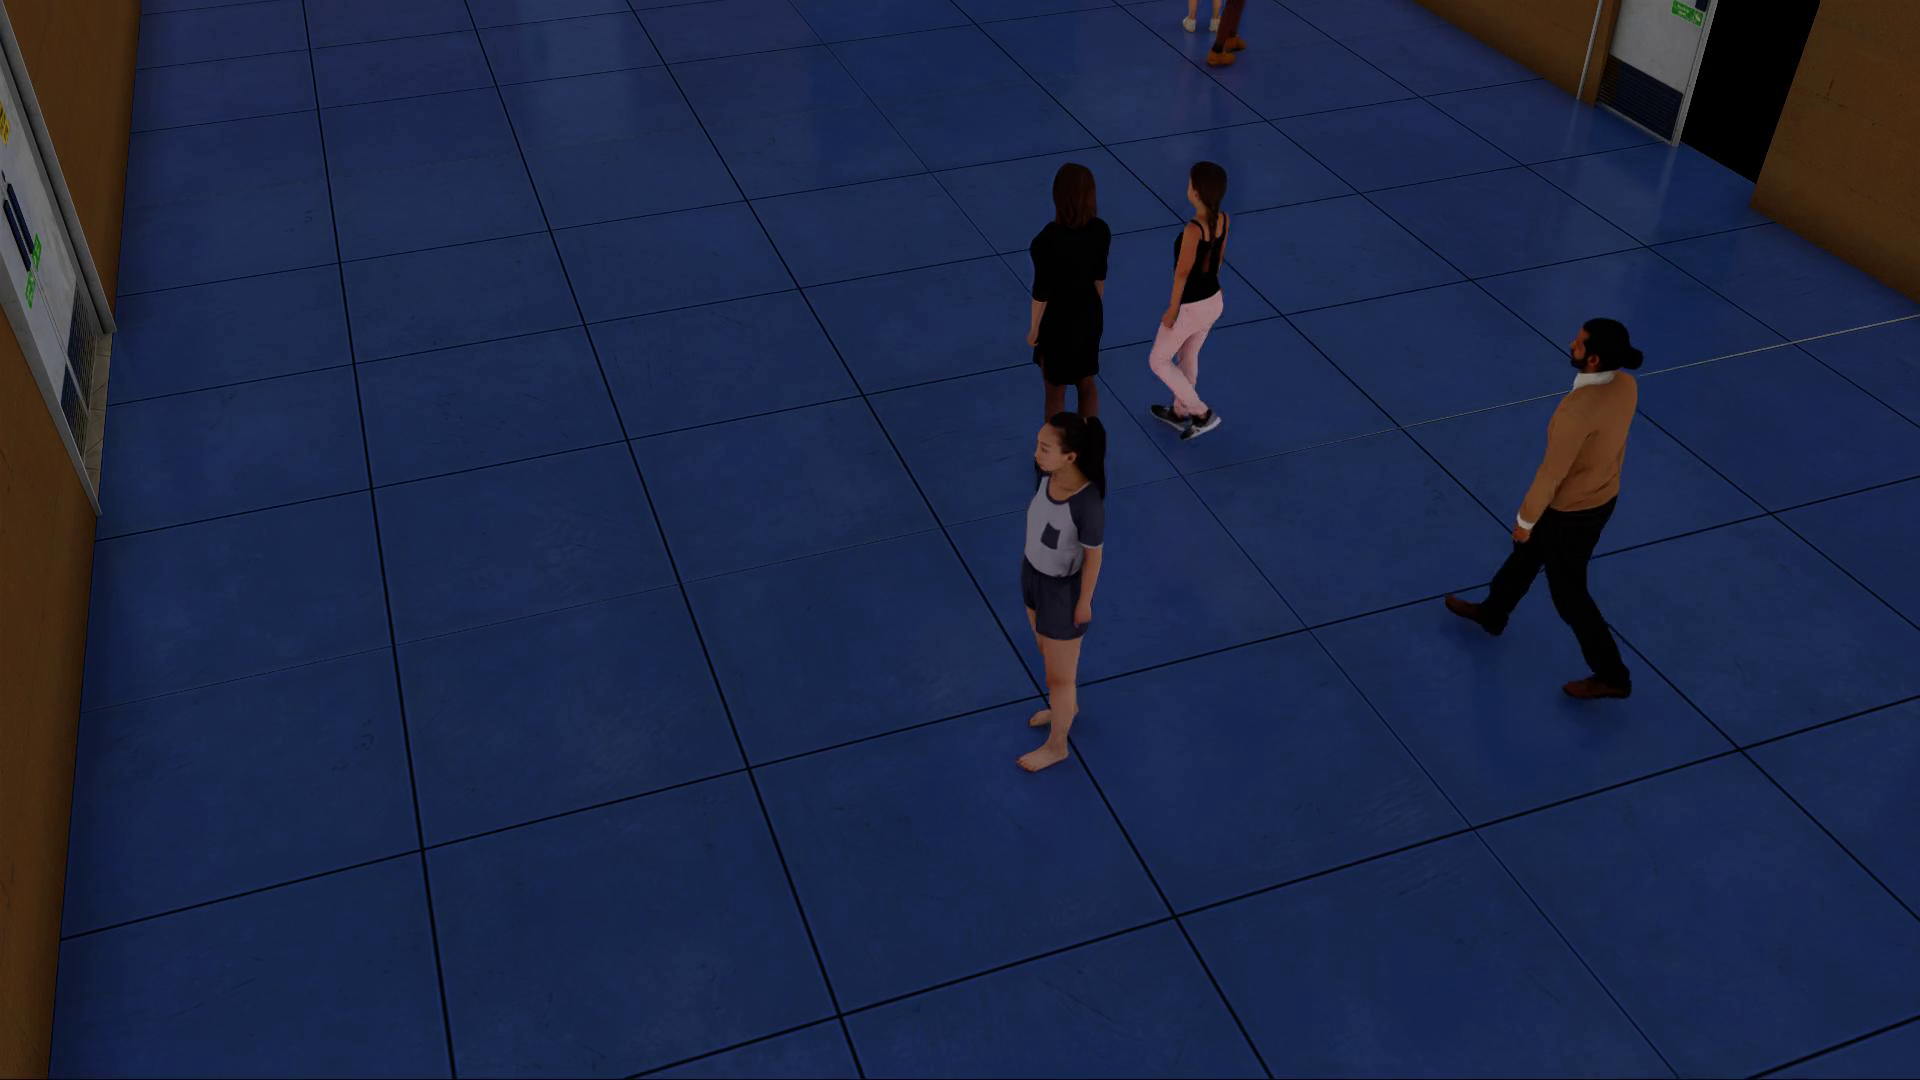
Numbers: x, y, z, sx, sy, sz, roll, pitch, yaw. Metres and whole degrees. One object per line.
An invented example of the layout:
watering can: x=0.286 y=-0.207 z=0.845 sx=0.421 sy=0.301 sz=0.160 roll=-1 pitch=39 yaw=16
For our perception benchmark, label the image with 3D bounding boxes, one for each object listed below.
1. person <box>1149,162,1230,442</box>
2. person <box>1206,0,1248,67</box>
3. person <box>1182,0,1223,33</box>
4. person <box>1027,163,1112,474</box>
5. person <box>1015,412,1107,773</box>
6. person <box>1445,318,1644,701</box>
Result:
person: x=1.243 y=-1.173 z=8.535 sx=0.767 sy=1.552 sz=0.771 roll=30 pitch=46 yaw=34
person: x=2.107 y=-4.460 z=12.795 sx=0.800 sy=1.695 sz=0.722 roll=-26 pitch=44 yaw=-31
person: x=2.021 y=-5.018 z=13.487 sx=0.576 sy=1.756 sz=0.702 roll=2 pitch=37 yaw=3
person: x=0.545 y=-1.060 z=8.242 sx=0.488 sy=1.706 sz=0.678 roll=-19 pitch=41 yaw=-24
person: x=0.426 y=0.203 z=6.660 sx=0.586 sy=1.602 sz=0.601 roll=-14 pitch=39 yaw=-17
person: x=2.632 y=-0.090 z=6.949 sx=1.093 sy=1.723 sz=1.213 roll=27 pitch=45 yaw=32
